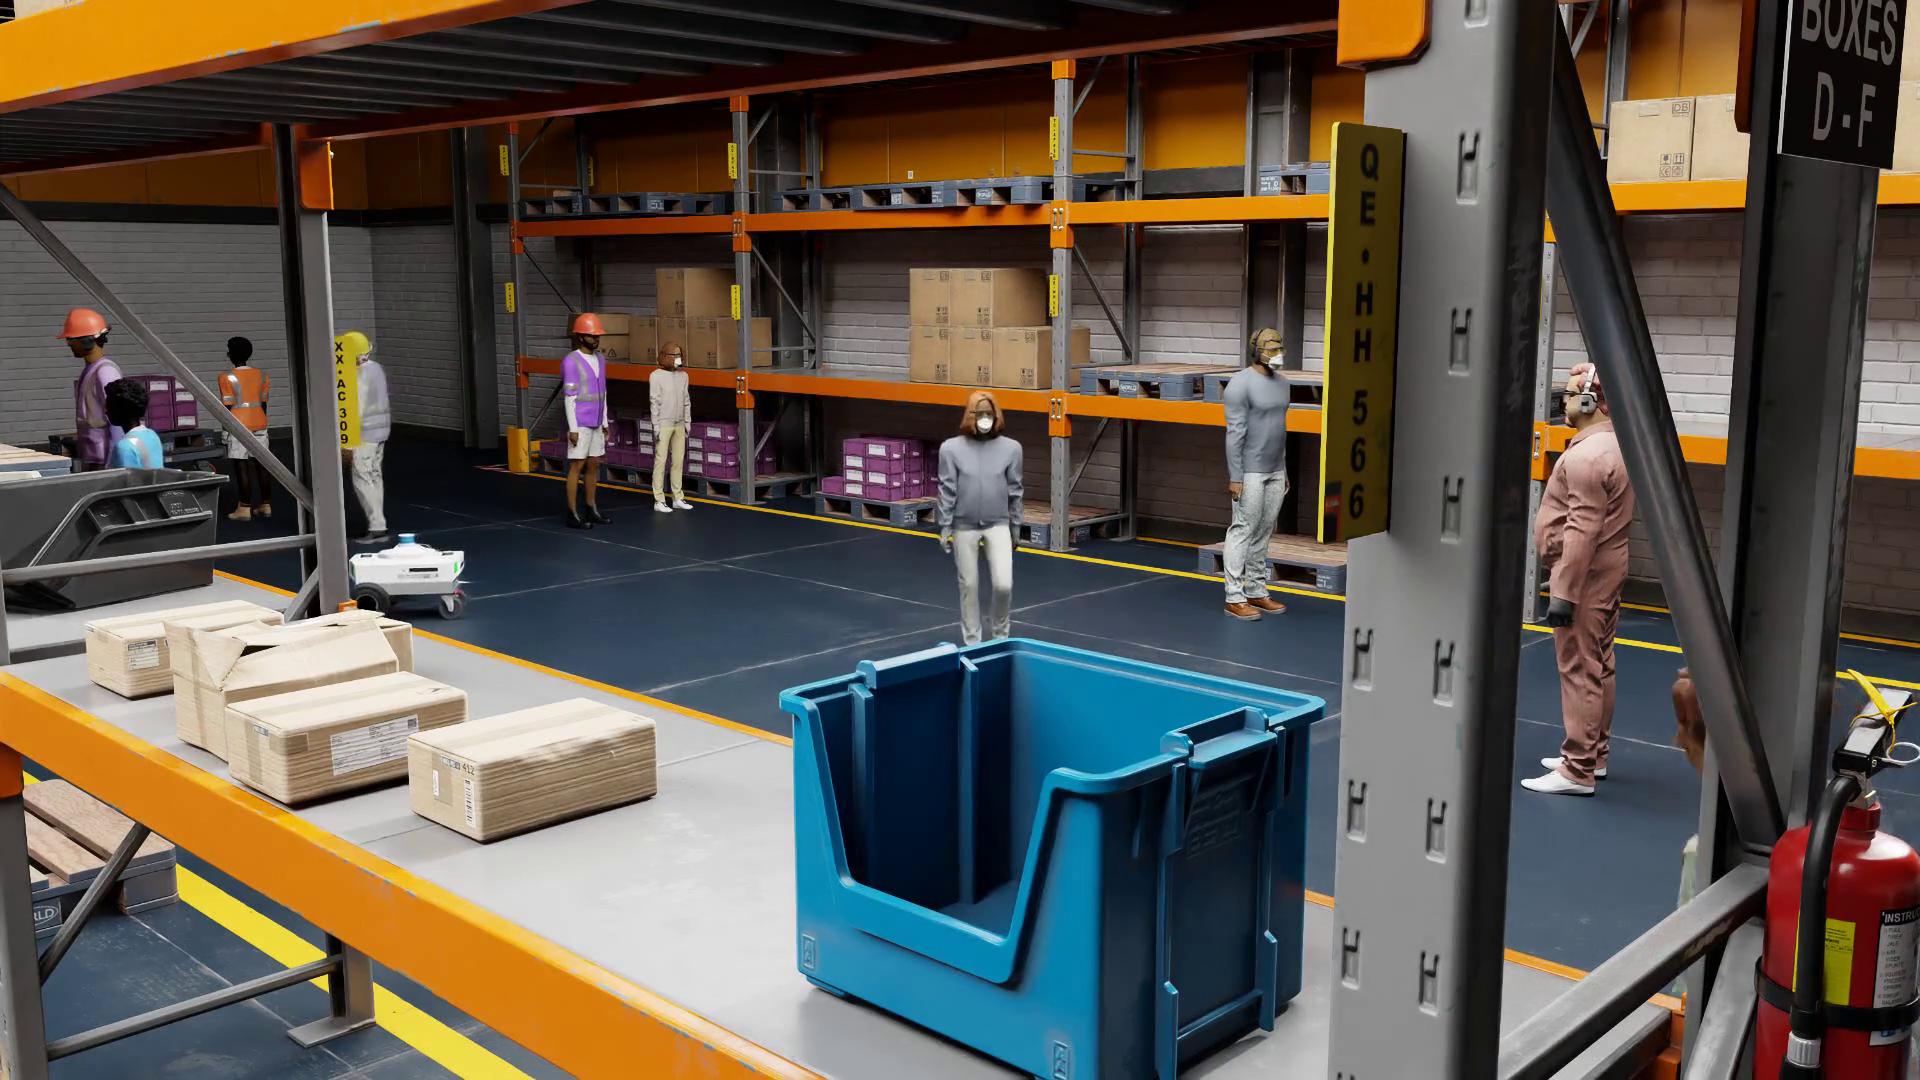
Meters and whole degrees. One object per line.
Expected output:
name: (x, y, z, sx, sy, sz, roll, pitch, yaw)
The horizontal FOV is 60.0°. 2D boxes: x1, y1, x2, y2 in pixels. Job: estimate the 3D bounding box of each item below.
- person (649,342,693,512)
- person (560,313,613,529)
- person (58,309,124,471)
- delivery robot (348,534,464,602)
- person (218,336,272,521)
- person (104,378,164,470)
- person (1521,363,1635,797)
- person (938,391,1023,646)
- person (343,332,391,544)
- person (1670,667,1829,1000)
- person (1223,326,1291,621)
person: (-2.766, -1.081, 15.914, 0.277, 1.629, 0.496, 7, 12, 37)
person: (-3.310, -1.058, 14.867, 0.407, 1.930, 0.547, 4, 10, 24)
person: (-5.990, -0.584, 11.596, 0.395, 2.040, 0.609, -7, 12, -38)
delivery robot: (-3.660, 0.202, 11.033, 0.707, 0.478, 0.477, -2, 9, -10)
person: (-6.603, -1.027, 15.363, 0.318, 1.697, 0.535, 4, 10, 24)
person: (-4.697, -0.076, 9.542, 0.319, 1.699, 0.536, -1, 9, -8)
person: (2.744, 0.174, 7.357, 0.408, 1.909, 0.642, 6, 11, 33)
person: (0.119, -0.050, 9.590, 0.498, 1.622, 0.418, 0, 9, -3)
person: (-5.028, -0.858, 14.062, 0.418, 1.790, 0.659, 0, 9, 1)
person: (1.603, 1.021, 3.090, 0.553, 1.602, 0.602, -9, 13, -44)
person: (1.982, -0.444, 11.048, 0.353, 1.937, 0.635, 9, 13, 43)
